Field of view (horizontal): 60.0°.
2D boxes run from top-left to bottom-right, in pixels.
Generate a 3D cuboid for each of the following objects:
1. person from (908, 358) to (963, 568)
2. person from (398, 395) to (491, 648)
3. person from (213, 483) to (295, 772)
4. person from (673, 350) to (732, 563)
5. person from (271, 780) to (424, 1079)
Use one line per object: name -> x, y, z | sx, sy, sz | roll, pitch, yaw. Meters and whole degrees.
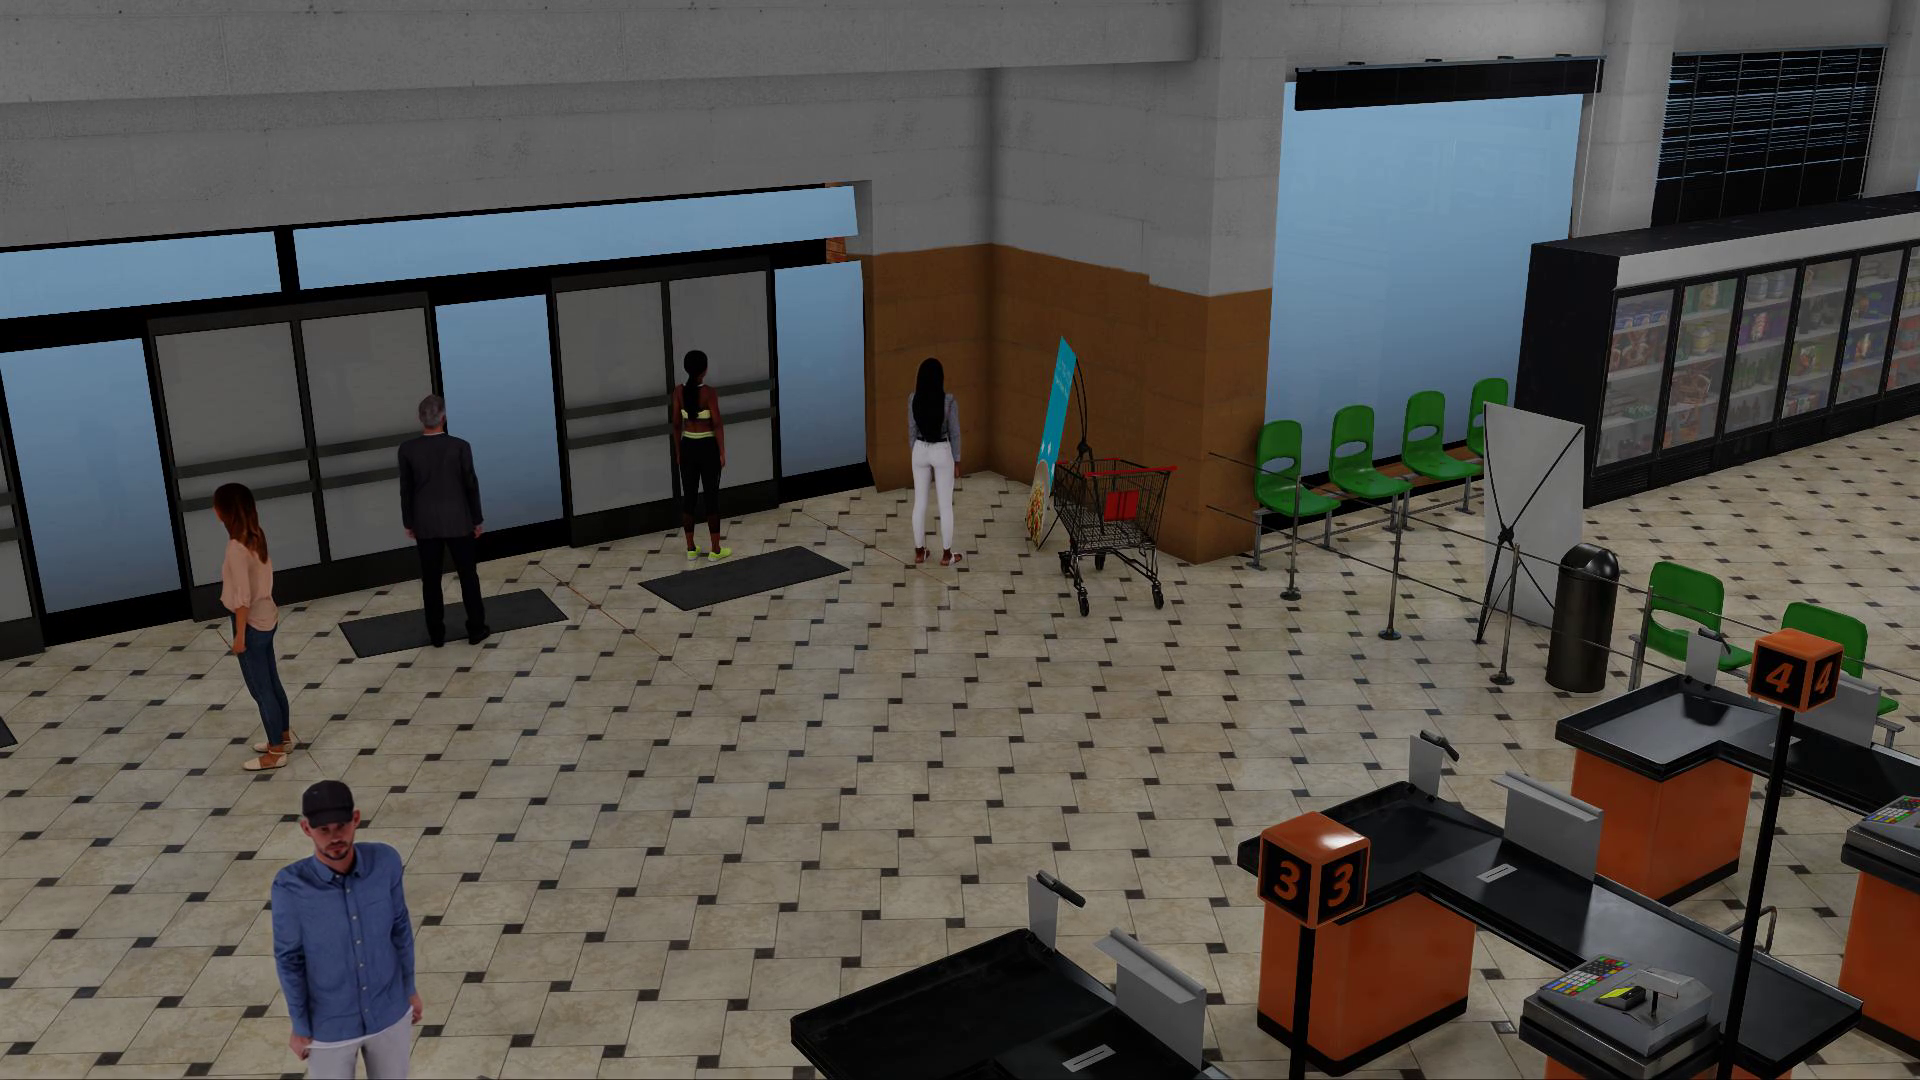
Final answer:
person -> -0.215, -0.642, 13.547 | 0.642, 1.725, 0.736 | 7, 20, 19
person -> -3.688, -0.139, 11.873 | 0.800, 1.840, 0.765 | -3, 19, -10
person -> -4.243, 0.514, 10.011 | 0.726, 1.792, 0.609 | -2, 19, -7
person -> -2.143, -0.689, 13.642 | 0.630, 1.753, 0.699 | 4, 19, 12
person -> -2.251, 1.751, 6.195 | 0.647, 1.887, 0.535 | -13, 23, -34
